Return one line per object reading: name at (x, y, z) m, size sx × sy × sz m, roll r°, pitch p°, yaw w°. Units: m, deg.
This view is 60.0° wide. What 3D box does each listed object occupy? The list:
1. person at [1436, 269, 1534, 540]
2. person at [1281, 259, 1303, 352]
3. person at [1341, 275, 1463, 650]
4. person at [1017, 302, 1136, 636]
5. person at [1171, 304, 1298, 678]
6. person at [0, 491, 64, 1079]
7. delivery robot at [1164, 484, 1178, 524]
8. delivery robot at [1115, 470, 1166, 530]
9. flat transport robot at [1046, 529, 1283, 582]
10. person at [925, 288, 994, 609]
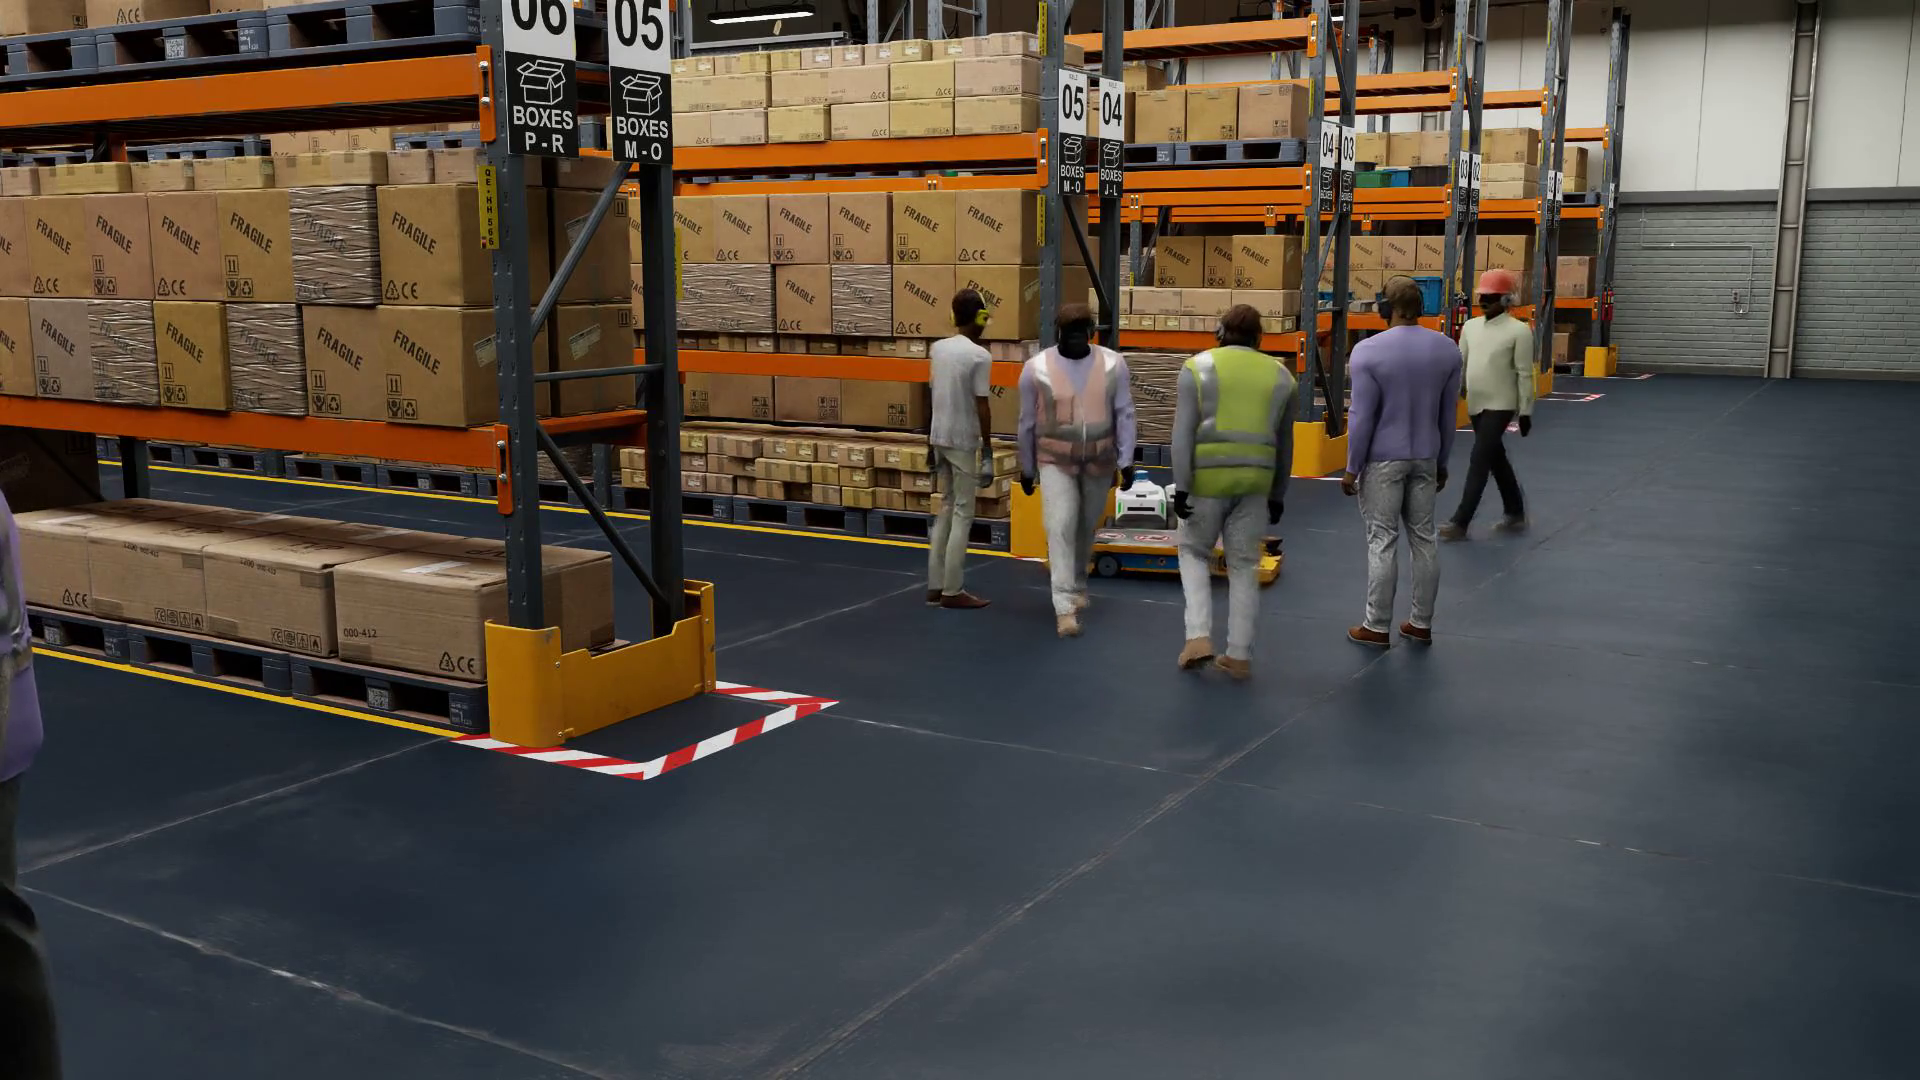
person at (3.829, -0.980, 12.046) m, size 1.043 × 1.945 × 0.615 m, roll -5°, pitch 11°, yaw -25°
person at (4.623, -2.932, 23.194) m, size 0.615 × 2.019 × 0.623 m, roll 0°, pitch 10°, yaw 2°
person at (2.268, -0.395, 8.611) m, size 0.627 × 1.934 × 0.371 m, roll -3°, pitch 10°, yaw -16°
person at (0.640, -0.418, 9.249) m, size 0.629 × 1.792 × 0.925 m, roll -2°, pitch 10°, yaw -9°
person at (1.323, -0.237, 8.115) m, size 0.659 × 1.795 × 0.548 m, roll -2°, pitch 10°, yaw -10°
person at (-2.213, 0.464, 3.607) m, size 0.386 × 1.922 × 0.593 m, roll -8°, pitch 12°, yaw -39°
delivery robot at (1.749, -0.316, 11.903) m, size 0.477 × 0.478 × 0.707 m, roll 7°, pitch 12°, yaw 34°
delivery robot at (1.238, -0.235, 11.429) m, size 0.477 × 0.478 × 0.707 m, roll 1°, pitch 10°, yaw 5°
flat transport robot at (1.322, 0.081, 10.683) m, size 1.431 × 0.197 × 0.652 m, roll 3°, pitch 10°, yaw 16°
person at (0.011, -0.520, 9.602) m, size 0.378 × 1.851 × 0.558 m, roll -8°, pitch 13°, yaw -39°
